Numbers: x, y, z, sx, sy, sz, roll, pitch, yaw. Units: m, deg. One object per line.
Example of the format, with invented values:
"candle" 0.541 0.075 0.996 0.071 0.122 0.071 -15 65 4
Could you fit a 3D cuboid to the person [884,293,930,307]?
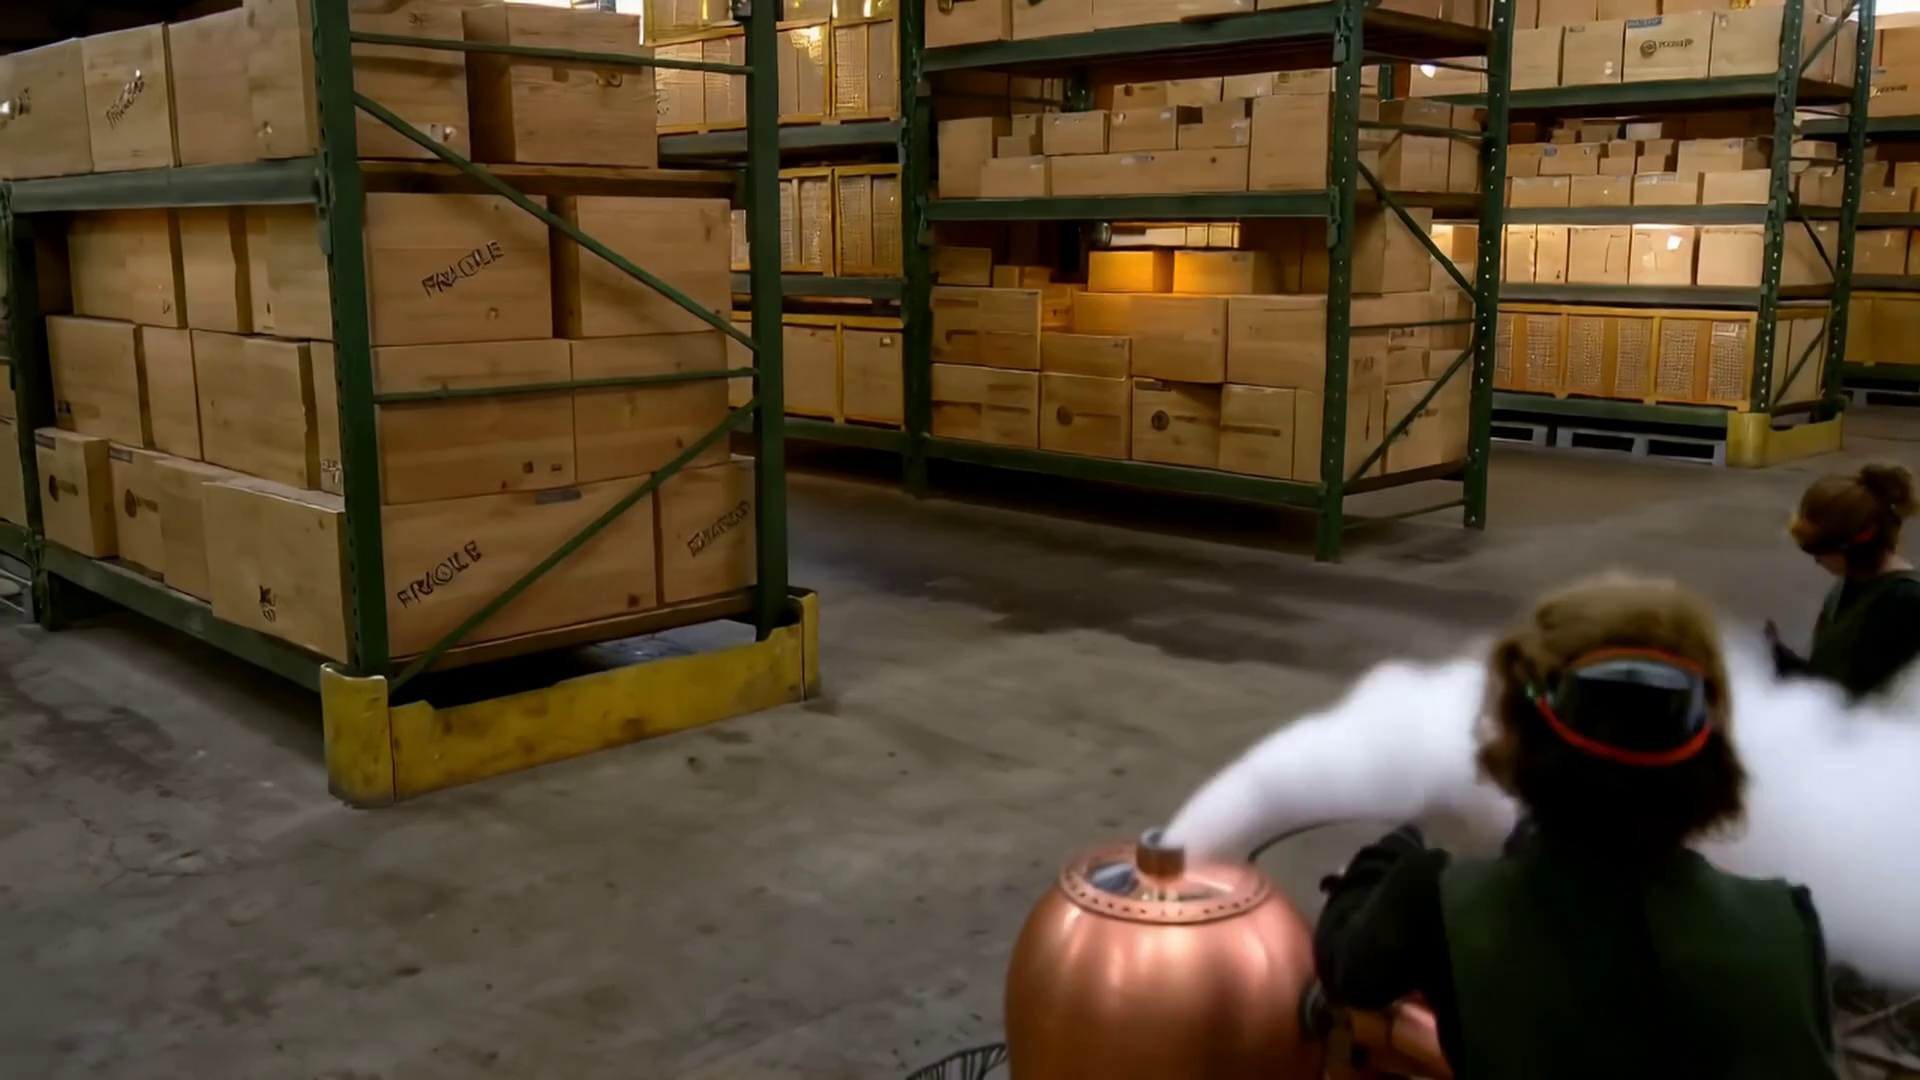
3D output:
"person" -0.648 -2.455 19.718 0.624 1.974 0.740 -7 12 -33
